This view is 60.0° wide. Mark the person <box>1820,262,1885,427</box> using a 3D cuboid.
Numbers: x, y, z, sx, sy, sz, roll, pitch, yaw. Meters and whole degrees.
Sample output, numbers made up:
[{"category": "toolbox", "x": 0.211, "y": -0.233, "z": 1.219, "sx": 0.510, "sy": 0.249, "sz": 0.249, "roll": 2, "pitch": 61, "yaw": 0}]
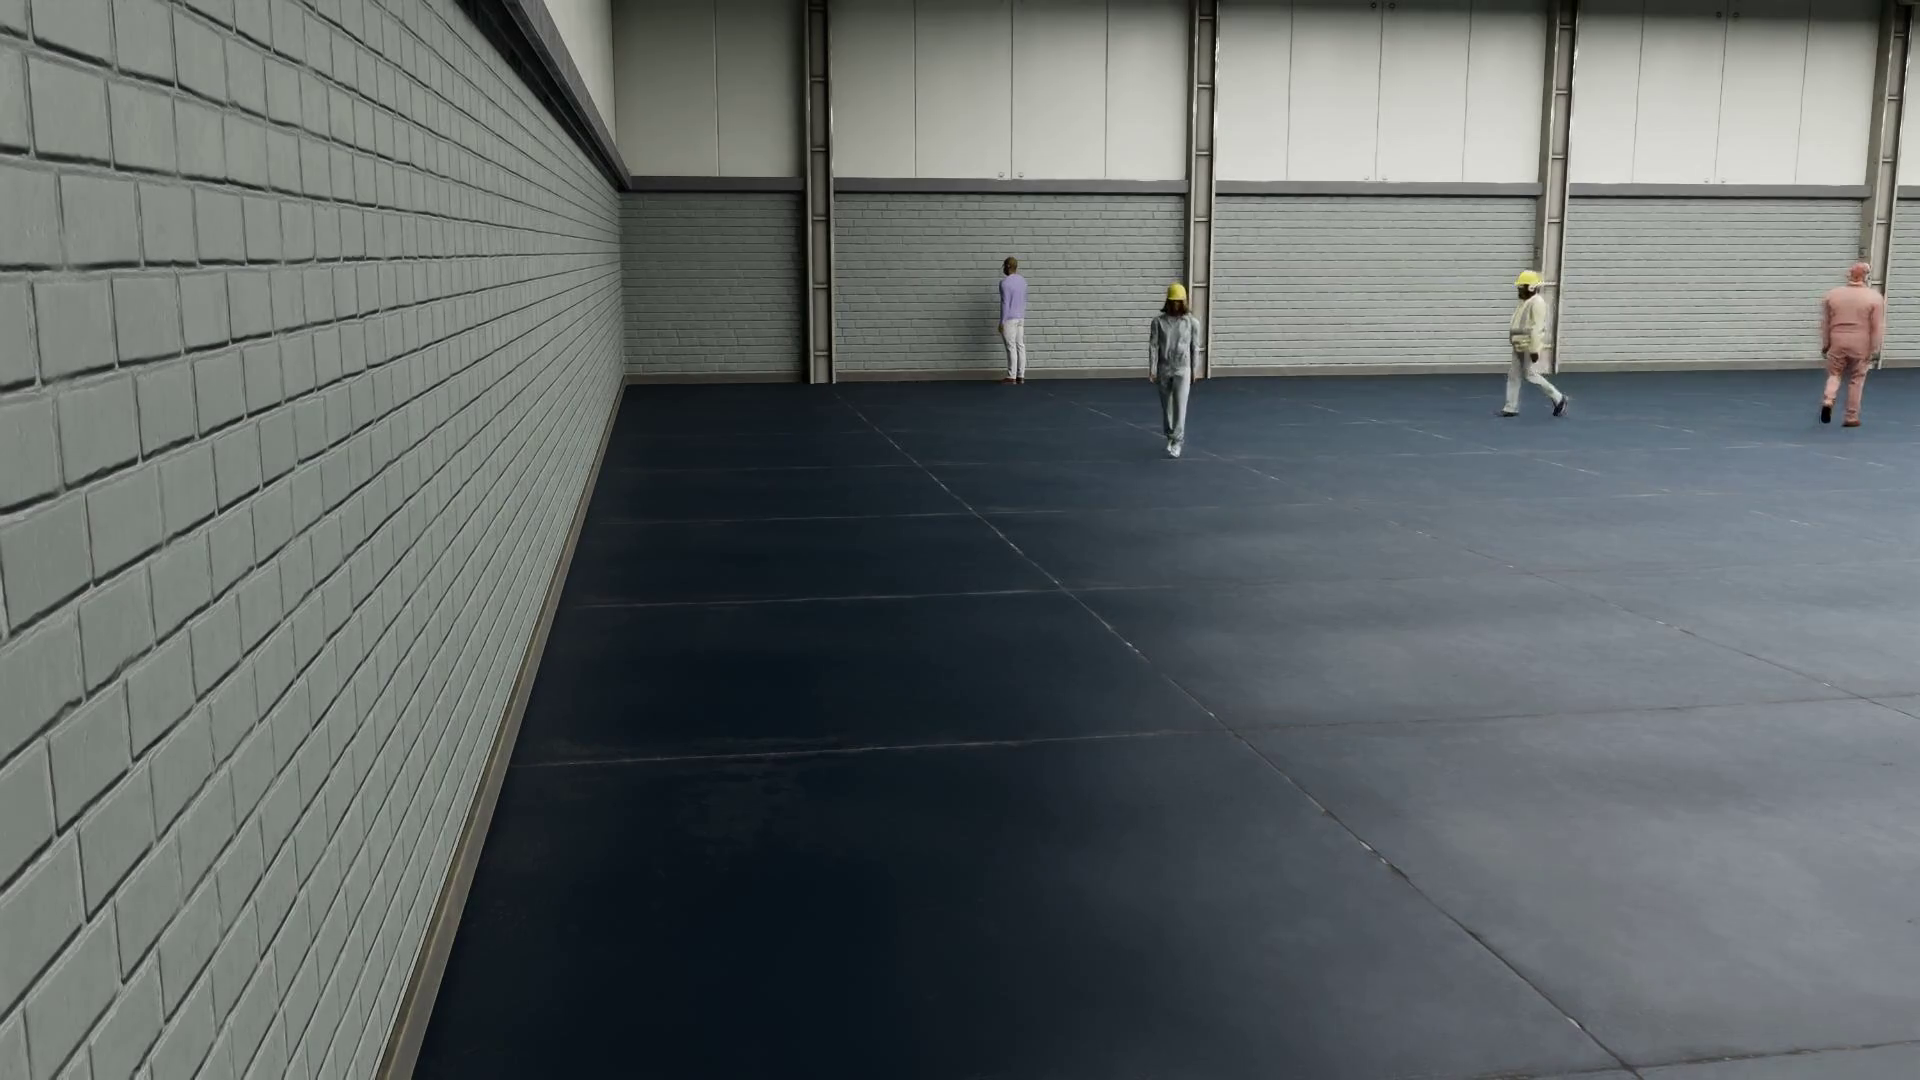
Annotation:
[{"category": "person", "x": 10.241, "y": -2.232, "z": 19.103, "sx": 0.492, "sy": 1.894, "sz": 0.674, "roll": -9, "pitch": 13, "yaw": -42}]

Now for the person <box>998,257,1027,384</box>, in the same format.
[{"category": "person", "x": 0.790, "y": -3.337, "z": 25.350, "sx": 0.375, "sy": 1.939, "sz": 0.628, "roll": 7, "pitch": 12, "yaw": 34}]

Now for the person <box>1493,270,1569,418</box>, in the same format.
[{"category": "person", "x": 6.915, "y": -2.347, "z": 20.049, "sx": 0.791, "sy": 1.806, "sz": 0.600, "roll": 0, "pitch": 10, "yaw": 0}]

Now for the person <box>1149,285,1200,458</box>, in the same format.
[{"category": "person", "x": 2.130, "y": -1.687, "z": 16.562, "sx": 0.487, "sy": 1.701, "sz": 0.916, "roll": 2, "pitch": 10, "yaw": 14}]
